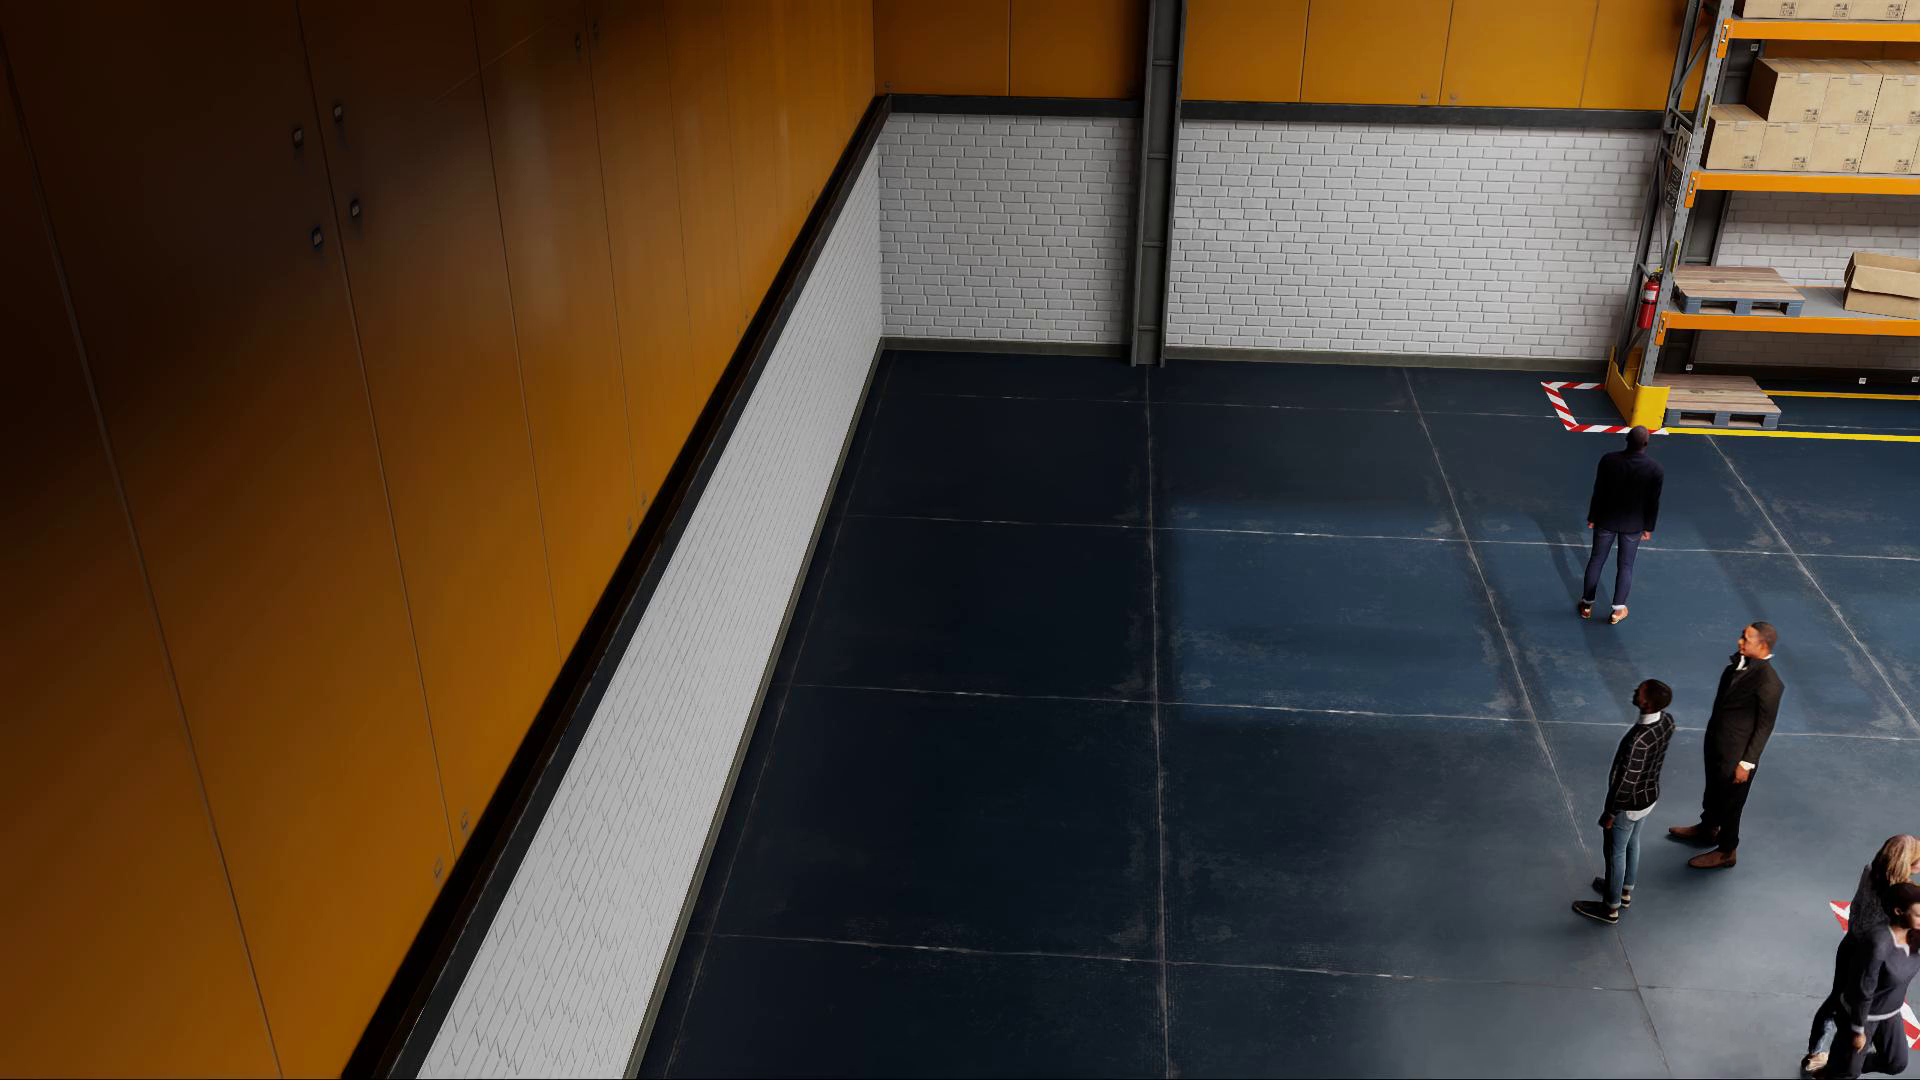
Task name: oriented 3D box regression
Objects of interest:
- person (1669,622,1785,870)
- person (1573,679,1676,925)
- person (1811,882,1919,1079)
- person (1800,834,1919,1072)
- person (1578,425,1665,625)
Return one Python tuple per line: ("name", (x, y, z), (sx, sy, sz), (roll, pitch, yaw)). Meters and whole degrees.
("person", (5.280, 1.382, 11.319), (0.602, 1.904, 0.712), (1, 29, 1))
("person", (4.386, 1.690, 10.841), (0.739, 1.821, 0.778), (-25, 38, -38))
("person", (4.995, 2.578, 9.277), (0.768, 1.761, 0.832), (-18, 33, -30))
("person", (5.196, 2.416, 9.538), (0.547, 1.795, 0.618), (-2, 29, -4))
("person", (5.631, -0.145, 14.208), (0.672, 1.818, 0.837), (13, 31, 23))
